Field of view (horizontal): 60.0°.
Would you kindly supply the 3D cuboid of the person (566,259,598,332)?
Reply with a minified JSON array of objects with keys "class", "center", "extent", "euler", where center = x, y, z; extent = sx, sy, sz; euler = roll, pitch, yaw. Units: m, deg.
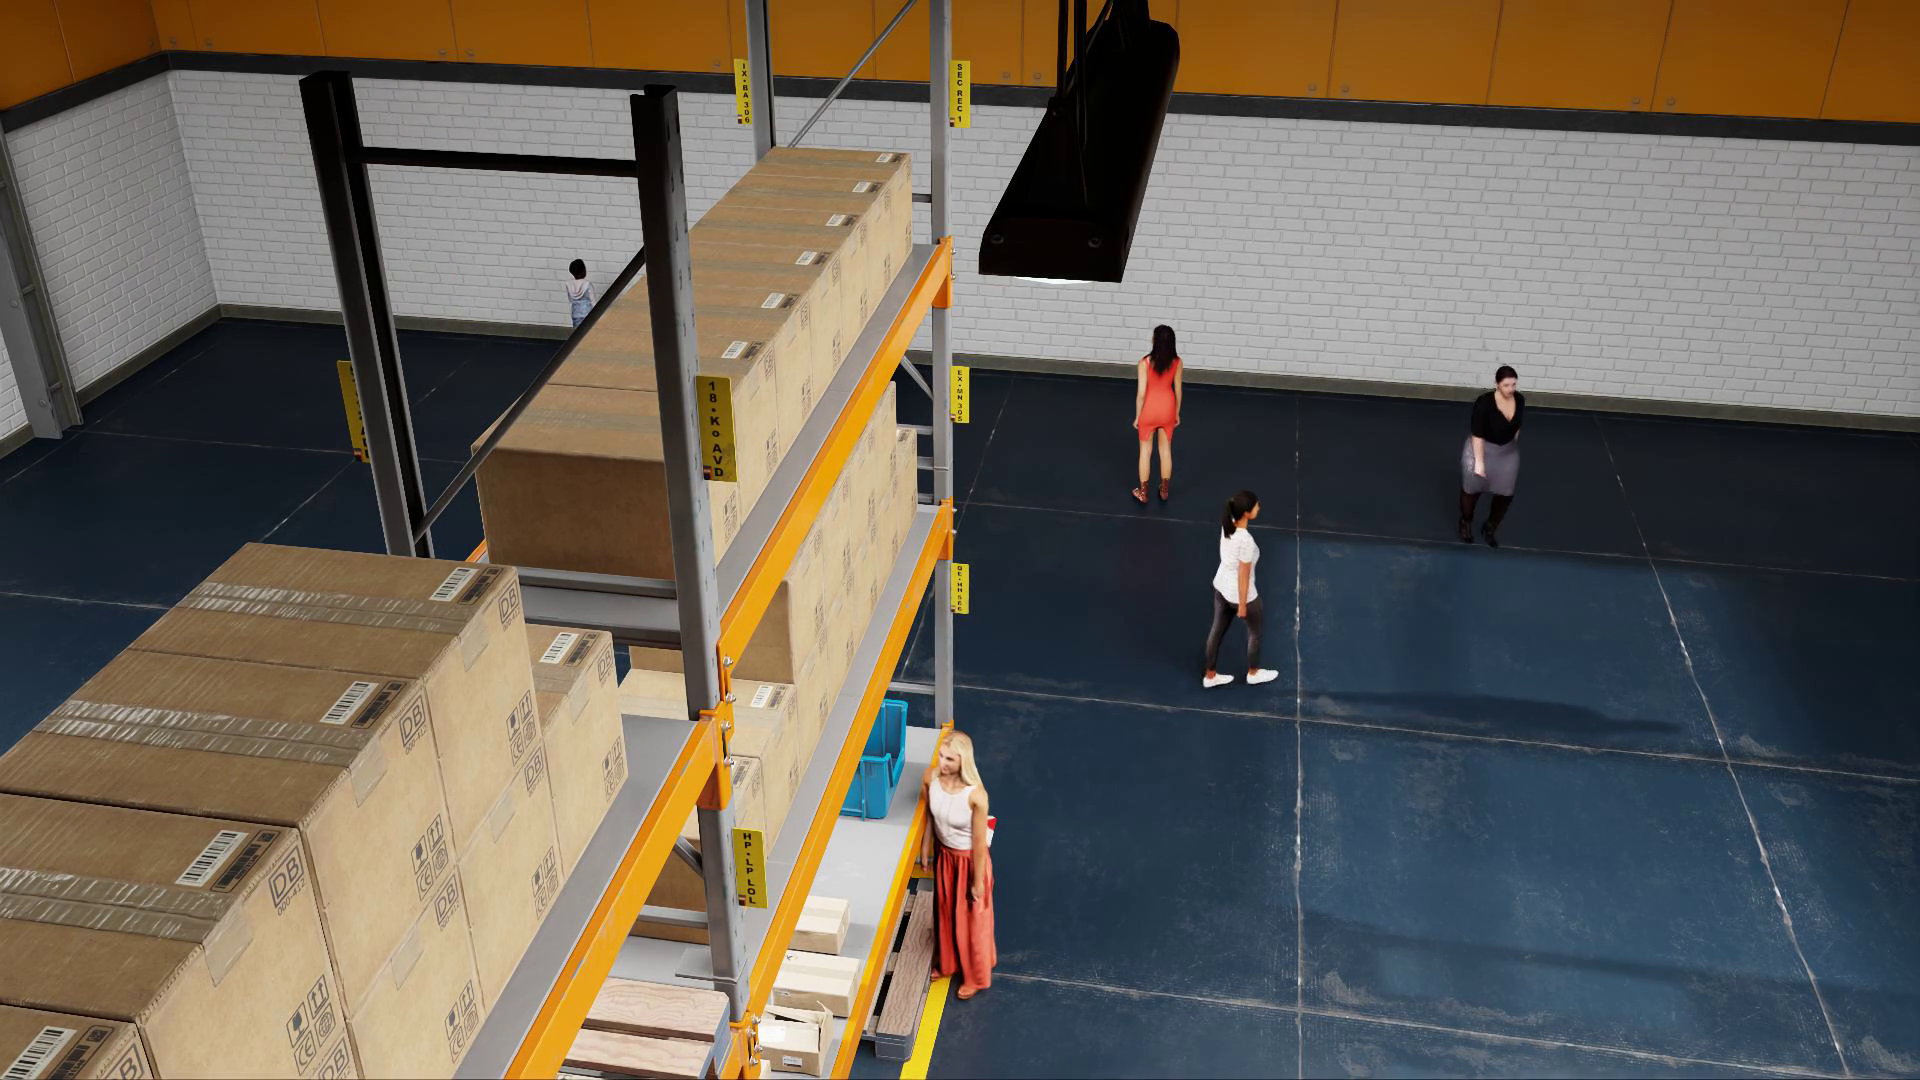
[{"class":"person","center":[-4.013,-2.390,17.738],"extent":[0.487,1.261,0.501],"euler":[7,29,12]}]

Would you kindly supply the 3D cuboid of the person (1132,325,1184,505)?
[{"class":"person","center":[1.772,-1.133,14.961],"extent":[0.662,1.714,0.648],"euler":[-6,29,-10]}]

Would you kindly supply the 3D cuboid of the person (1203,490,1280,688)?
[{"class":"person","center":[1.950,0.397,12.245],"extent":[0.859,1.629,0.851],"euler":[-10,30,-17]}]

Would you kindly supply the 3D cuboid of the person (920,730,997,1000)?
[{"class":"person","center":[0.003,1.825,9.447],"extent":[0.720,1.800,0.747],"euler":[21,35,34]}]

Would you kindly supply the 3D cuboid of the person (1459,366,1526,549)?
[{"class":"person","center":[4.478,-0.743,14.232],"extent":[0.792,1.727,0.844],"euler":[-7,29,-12]}]
